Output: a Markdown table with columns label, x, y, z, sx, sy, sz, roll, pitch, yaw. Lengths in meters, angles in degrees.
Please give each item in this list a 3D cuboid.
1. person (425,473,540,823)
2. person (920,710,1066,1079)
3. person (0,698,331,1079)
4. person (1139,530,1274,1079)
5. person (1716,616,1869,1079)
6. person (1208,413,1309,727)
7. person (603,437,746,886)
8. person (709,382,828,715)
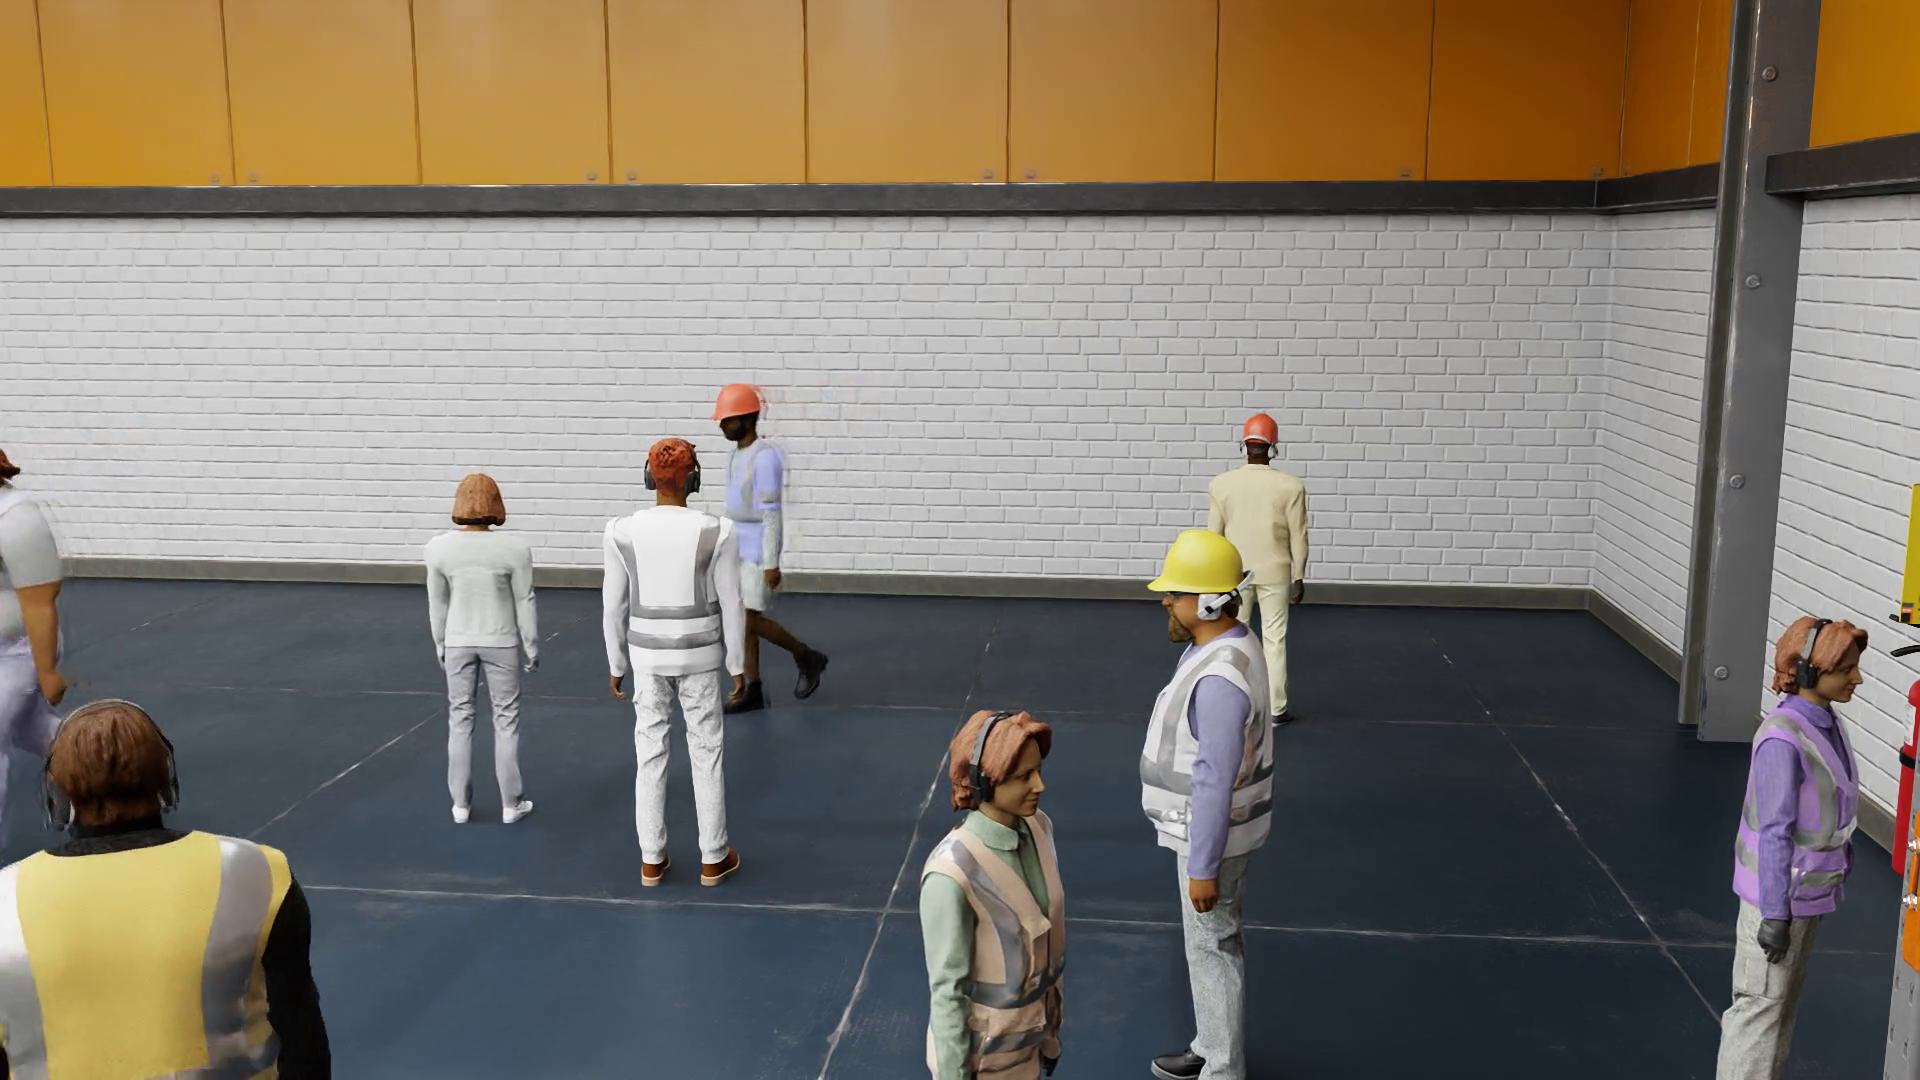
| label | x | y | z | sx | sy | sz | roll | pitch | yaw |
| --- | --- | --- | --- | --- | --- | --- | --- | --- | --- |
| person | -2.206 | 0.503 | 7.714 | 0.502 | 1.627 | 0.288 | 0 | 10 | 0 |
| person | 0.078 | 1.183 | 3.788 | 0.306 | 1.640 | 0.522 | 5 | 11 | 26 |
| person | -1.532 | 1.203 | 3.152 | 0.650 | 1.825 | 0.461 | -4 | 11 | -21 |
| person | 0.748 | 0.869 | 5.076 | 0.404 | 1.824 | 0.586 | 2 | 10 | 11 |
| person | 2.360 | 1.018 | 4.731 | 0.311 | 1.638 | 0.521 | 8 | 13 | 38 |
| person | 1.662 | 0.168 | 9.273 | 0.562 | 1.752 | 0.324 | 4 | 11 | 20 |
| person | -1.177 | 0.513 | 6.924 | 0.585 | 1.882 | 0.340 | 0 | 10 | 2 |
| person | -1.130 | 0.050 | 9.491 | 0.584 | 1.914 | 0.574 | -5 | 11 | -28 |
